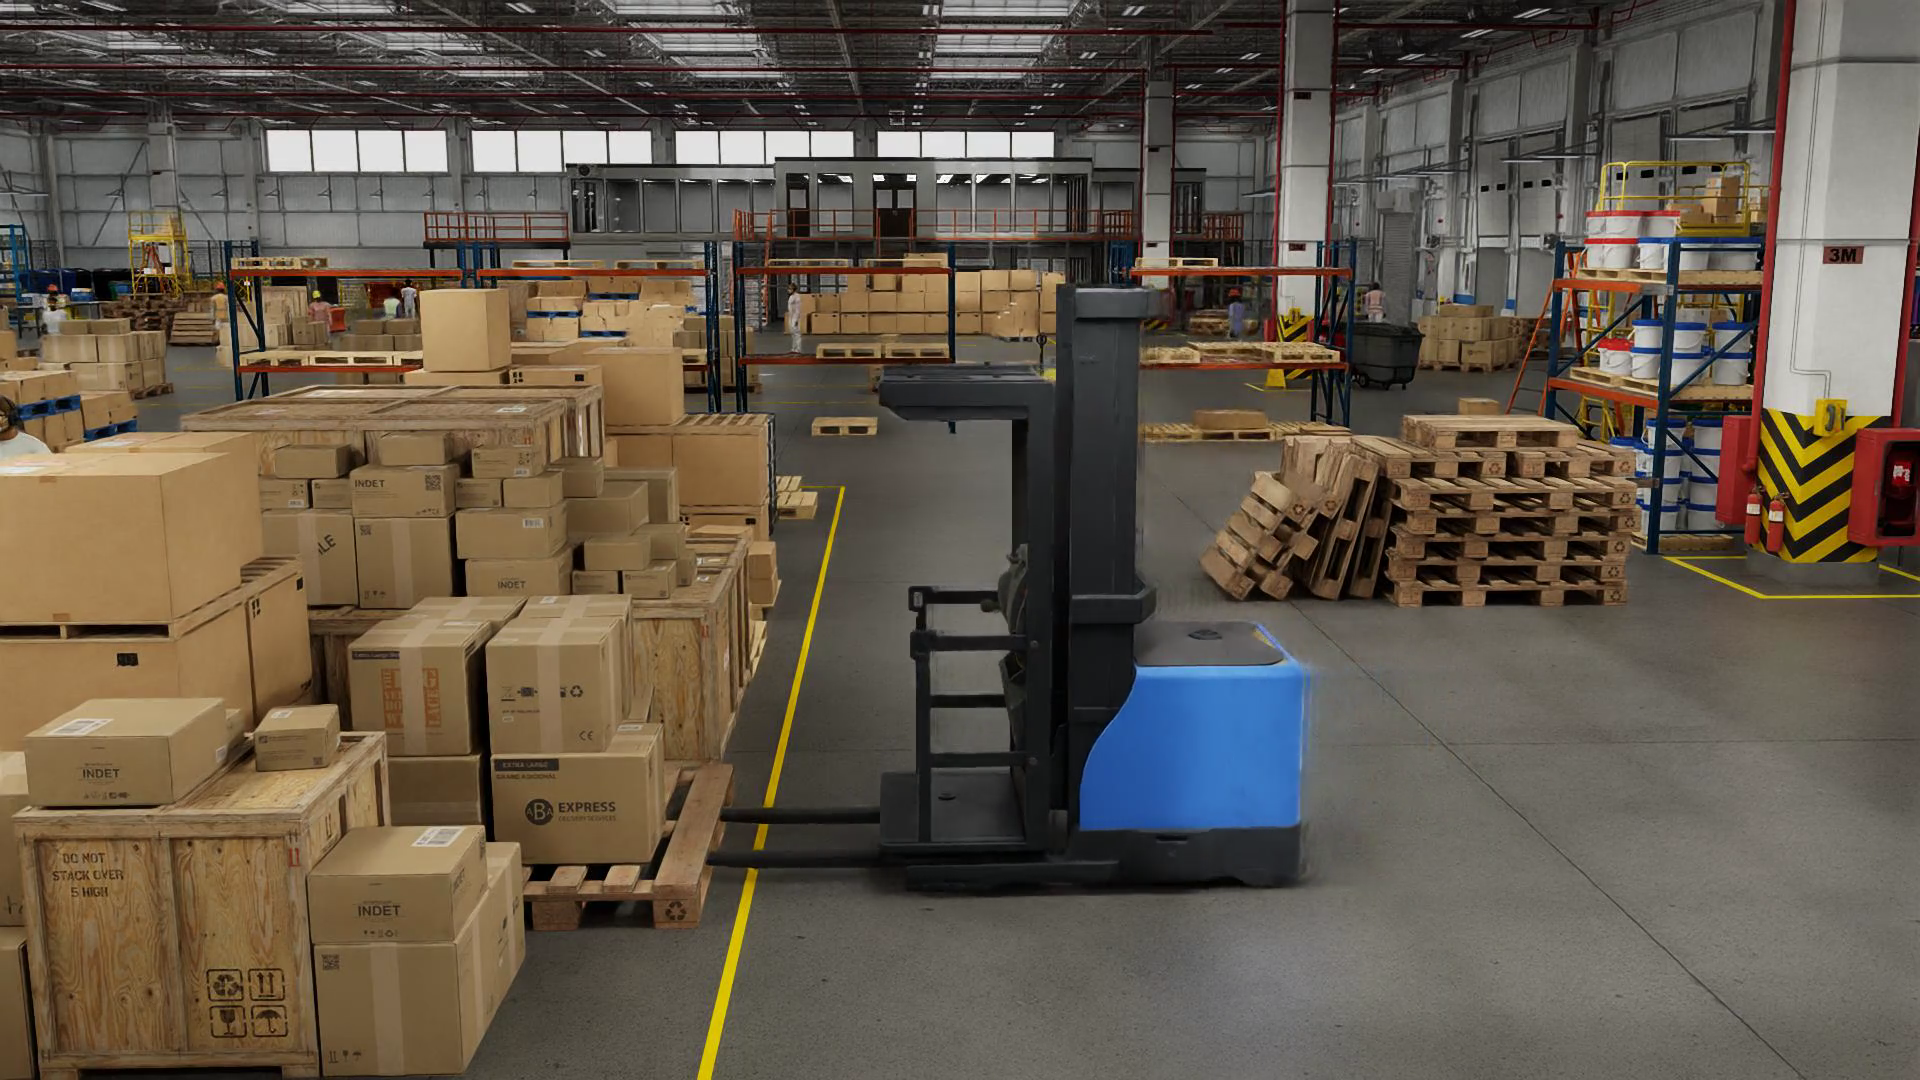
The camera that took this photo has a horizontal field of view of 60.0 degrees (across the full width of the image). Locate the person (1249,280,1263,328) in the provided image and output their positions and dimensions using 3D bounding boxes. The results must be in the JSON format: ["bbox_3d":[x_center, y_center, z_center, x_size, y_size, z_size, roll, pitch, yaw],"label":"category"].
[{"bbox_3d":[10.412,-8.368,58.837,0.849,1.701,0.512,7,12,35],"label":"person"}]

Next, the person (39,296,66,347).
[{"bbox_3d":[-19.794,-4.390,36.308,0.586,1.849,0.510,-2,10,-9],"label":"person"}]

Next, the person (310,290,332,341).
[{"bbox_3d":[-17.095,-5.809,44.514,0.550,1.750,0.372,-3,10,-14],"label":"person"}]

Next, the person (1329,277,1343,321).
[{"bbox_3d":[12.980,-8.228,57.462,0.604,1.929,0.619,10,14,44],"label":"person"}]

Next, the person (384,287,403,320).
[{"bbox_3d":[-14.711,-5.612,43.070,0.600,1.879,0.918,6,12,31],"label":"person"}]

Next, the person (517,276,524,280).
[{"bbox_3d":[-14.548,-7.772,54.978,0.626,1.919,1.004,8,13,38],"label":"person"}]

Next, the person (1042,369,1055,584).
[{"bbox_3d":[0.836,-0.581,14.907,0.628,1.906,0.625,0,10,1],"label":"person"}]

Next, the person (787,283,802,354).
[{"bbox_3d":[-4.416,-5.871,44.314,0.372,1.940,0.631,-4,11,-23],"label":"person"}]

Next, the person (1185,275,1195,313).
[{"bbox_3d":[9.830,-10.651,70.817,0.405,1.985,0.626,9,14,41],"label":"person"}]

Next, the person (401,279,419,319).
[{"bbox_3d":[-17.487,-7.366,52.843,0.533,1.866,0.315,-3,10,-14],"label":"person"}]

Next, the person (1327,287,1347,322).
[{"bbox_3d":[9.357,-5.353,41.491,0.600,1.914,0.618,6,12,29],"label":"person"}]

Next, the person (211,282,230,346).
[{"bbox_3d":[-20.516,-6.204,46.236,0.549,1.919,0.717,-2,10,-12],"label":"person"}]

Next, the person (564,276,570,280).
[{"bbox_3d":[-14.055,-8.521,59.447,0.537,1.800,0.933,-7,12,-34],"label":"person"}]

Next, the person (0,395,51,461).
[{"bbox_3d":[-6.863,-0.080,12.055,0.629,1.940,0.373,1,10,5],"label":"person"}]

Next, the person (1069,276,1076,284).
[{"bbox_3d":[3.737,-7.931,56.000,0.375,1.872,0.590,-7,12,-34],"label":"person"}]

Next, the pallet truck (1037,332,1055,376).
[{"bbox_3d":[2.483,-3.881,33.060,1.885,1.965,0.823,-7,13,-36],"label":"pallet truck"}]

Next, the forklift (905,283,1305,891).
[{"bbox_3d":[0.662,0.170,8.035,1.873,2.768,1.129,0,10,-2],"label":"forklift"}]

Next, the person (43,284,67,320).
[{"bbox_3d":[-23.773,-5.767,43.759,0.567,1.926,0.400,-1,10,-5],"label":"person"}]

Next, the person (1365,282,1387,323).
[{"bbox_3d":[12.539,-6.876,50.210,0.640,1.830,0.579,5,11,24],"label":"person"}]

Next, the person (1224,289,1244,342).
[{"bbox_3d":[6.557,-5.095,40.127,0.987,1.883,0.570,10,14,43],"label":"person"}]
